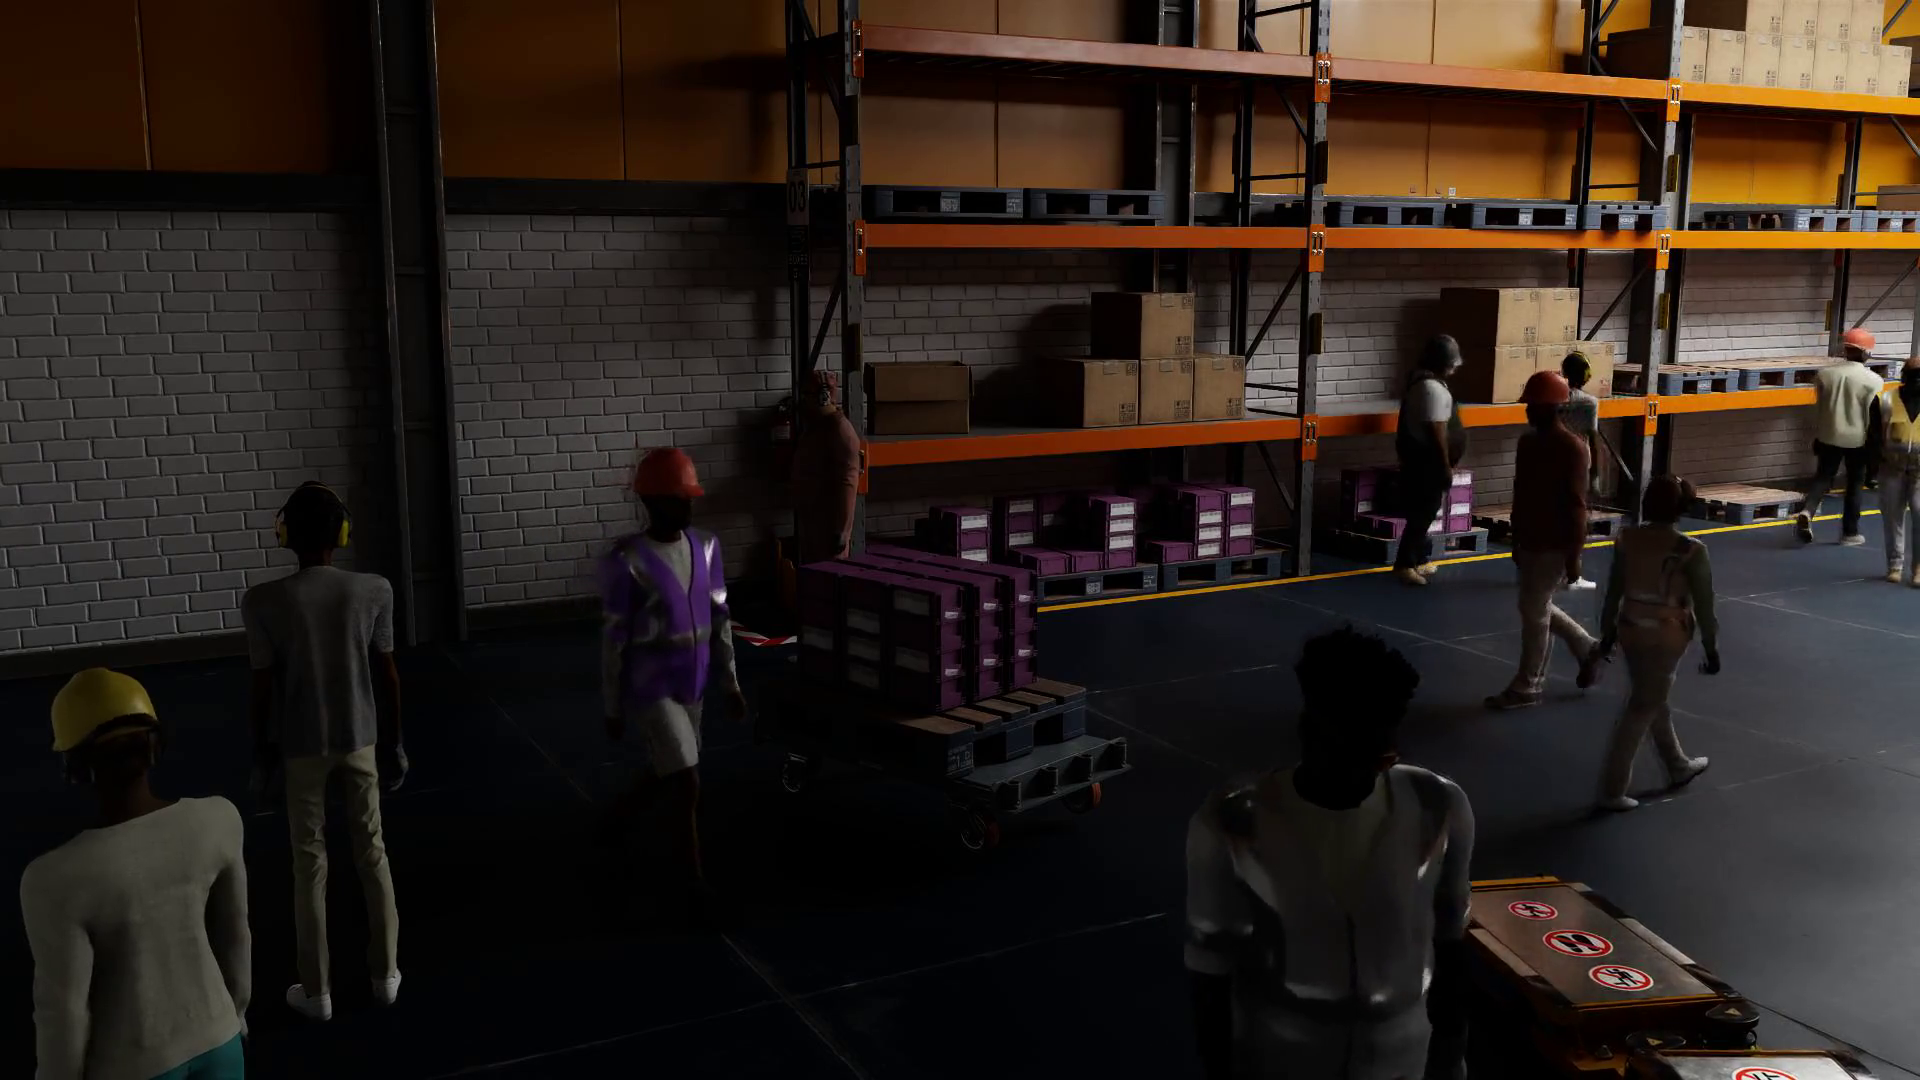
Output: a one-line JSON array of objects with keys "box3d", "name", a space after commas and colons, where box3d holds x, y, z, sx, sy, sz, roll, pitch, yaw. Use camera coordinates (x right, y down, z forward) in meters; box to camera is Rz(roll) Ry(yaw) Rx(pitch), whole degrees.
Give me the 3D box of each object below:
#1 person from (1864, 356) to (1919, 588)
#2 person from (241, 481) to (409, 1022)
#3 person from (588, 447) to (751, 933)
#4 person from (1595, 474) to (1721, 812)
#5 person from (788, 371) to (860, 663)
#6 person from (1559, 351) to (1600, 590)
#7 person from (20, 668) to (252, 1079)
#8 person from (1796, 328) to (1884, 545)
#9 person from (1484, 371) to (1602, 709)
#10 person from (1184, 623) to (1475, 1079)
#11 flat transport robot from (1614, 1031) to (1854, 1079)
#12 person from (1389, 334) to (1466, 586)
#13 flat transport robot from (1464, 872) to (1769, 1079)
[{"box3d": [7.483, -0.531, 13.141, 0.623, 1.821, 0.661, 6, 11, 31], "name": "person"}, {"box3d": [-2.187, 0.726, 5.754, 0.532, 1.871, 0.321, -6, 12, -32], "name": "person"}, {"box3d": [-1.227, 0.559, 6.645, 0.938, 1.908, 0.542, 7, 12, 34], "name": "person"}, {"box3d": [3.359, 0.484, 7.922, 0.849, 1.587, 0.541, -5, 11, -25], "name": "person"}, {"box3d": [-0.876, -0.109, 10.458, 0.408, 1.906, 0.653, -5, 11, -25], "name": "person"}, {"box3d": [4.778, -0.541, 13.074, 0.314, 1.867, 0.560, -7, 12, -36], "name": "person"}, {"box3d": [-1.797, 1.144, 3.672, 0.327, 1.760, 0.523, 5, 11, 28], "name": "person"}, {"box3d": [7.848, -0.903, 14.830, 0.795, 1.976, 0.613, -7, 12, -36], "name": "person"}, {"box3d": [3.471, -0.003, 9.661, 0.790, 1.976, 0.632, -2, 10, -13], "name": "person"}, {"box3d": [0.775, 1.110, 3.391, 0.629, 1.914, 0.862, 0, 10, 1], "name": "person"}, {"box3d": [2.367, 1.741, 4.508, 0.652, 0.197, 1.431, 0, 10, 1], "name": "flat transport robot"}, {"box3d": [3.756, -0.674, 13.325, 0.587, 2.000, 0.825, 1, 10, 4], "name": "person"}, {"box3d": [2.145, 1.494, 5.931, 0.652, 0.197, 1.431, -2, 10, -9], "name": "flat transport robot"}]
